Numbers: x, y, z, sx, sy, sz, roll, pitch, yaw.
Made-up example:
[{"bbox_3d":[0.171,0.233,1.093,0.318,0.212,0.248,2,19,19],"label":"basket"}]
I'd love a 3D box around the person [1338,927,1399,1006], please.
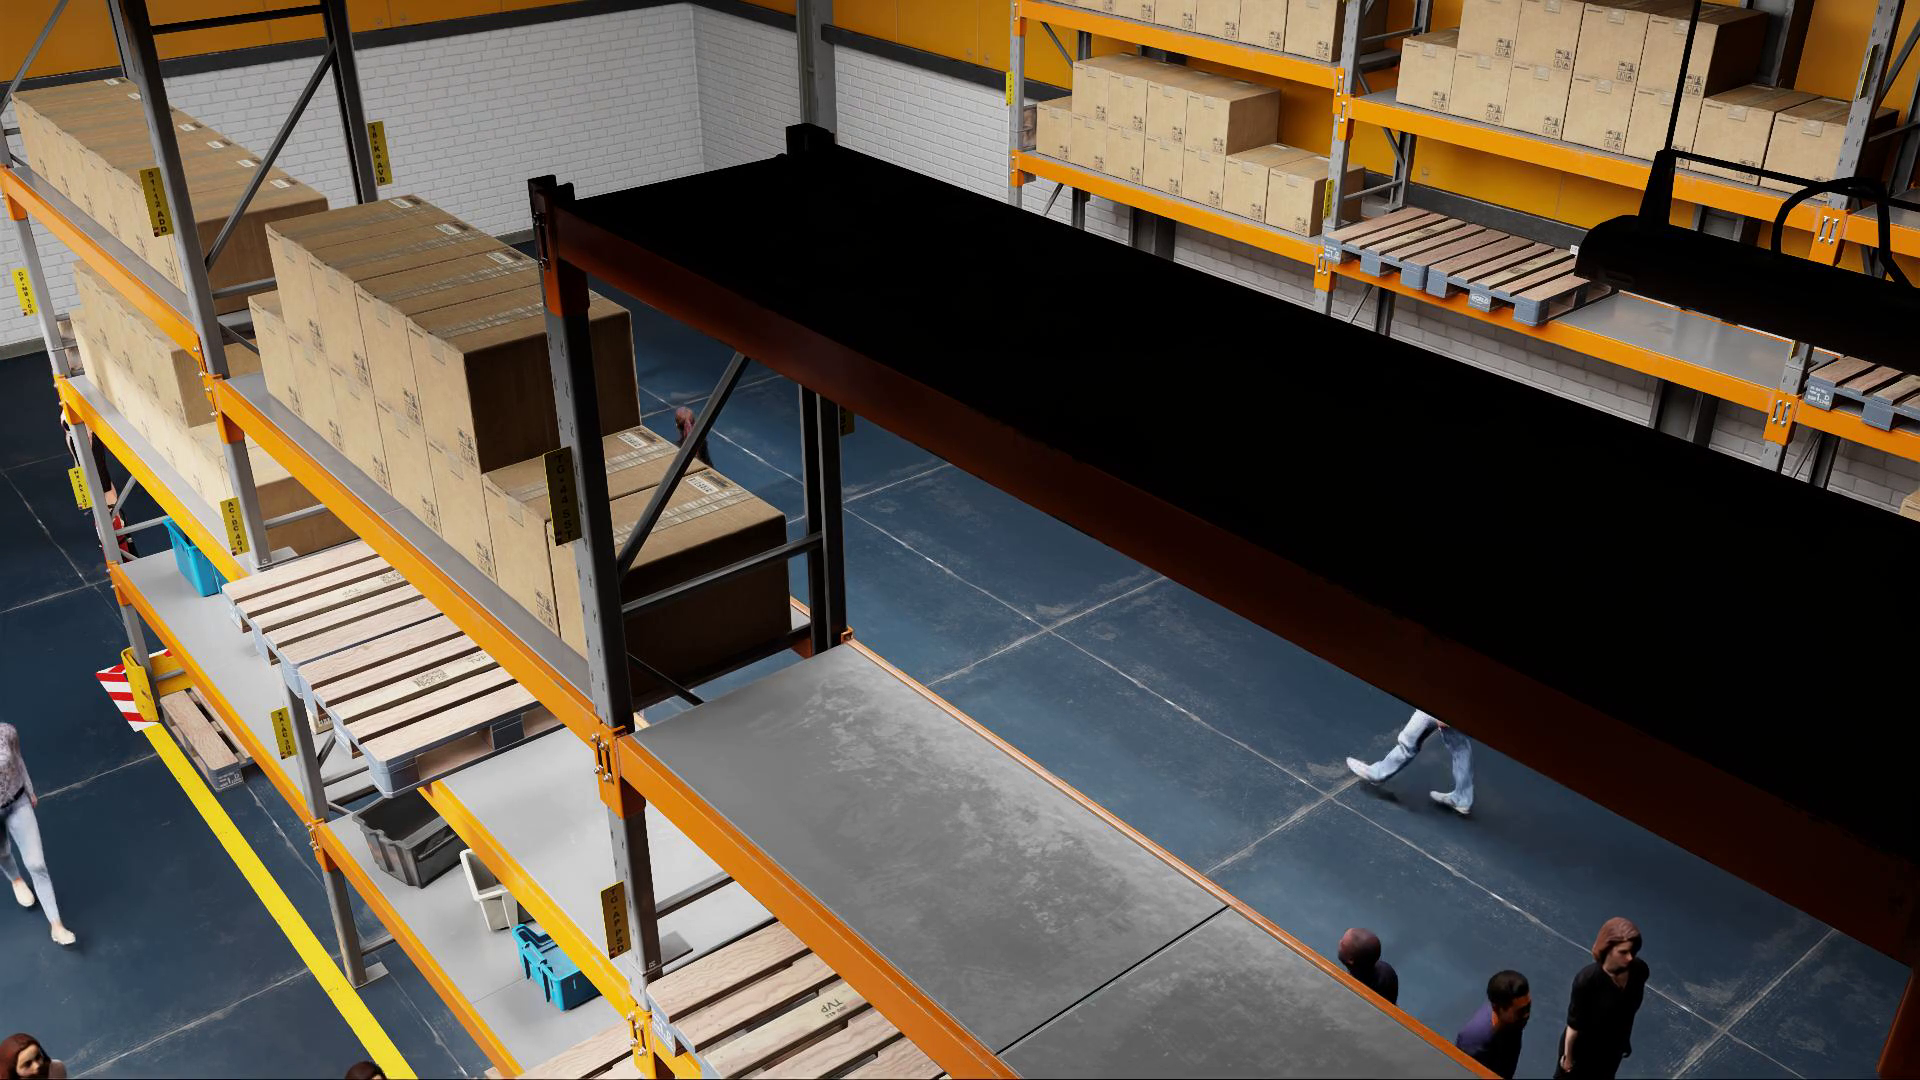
[{"bbox_3d":[2.036,2.768,8.474,0.738,1.803,0.686,-25,37,-38],"label":"person"}]

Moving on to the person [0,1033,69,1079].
[{"bbox_3d":[-4.530,3.038,8.313,0.635,1.485,0.615,10,30,17],"label":"person"}]

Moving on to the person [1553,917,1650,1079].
[{"bbox_3d":[3.338,2.663,8.770,0.647,1.705,0.612,-10,30,-17],"label":"person"}]

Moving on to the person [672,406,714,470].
[{"bbox_3d":[-2.321,-0.413,14.593,0.670,1.529,1.007,-15,32,-26],"label":"person"}]

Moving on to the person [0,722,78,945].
[{"bbox_3d":[-6.075,1.706,10.489,1.213,1.738,0.706,25,37,37],"label":"person"}]

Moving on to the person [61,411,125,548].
[{"bbox_3d":[-7.834,-0.776,15.021,0.744,1.756,0.581,-12,31,-20],"label":"person"}]

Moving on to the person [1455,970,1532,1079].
[{"bbox_3d":[2.527,2.820,8.445,0.682,1.741,1.103,-24,37,-37],"label":"person"}]
